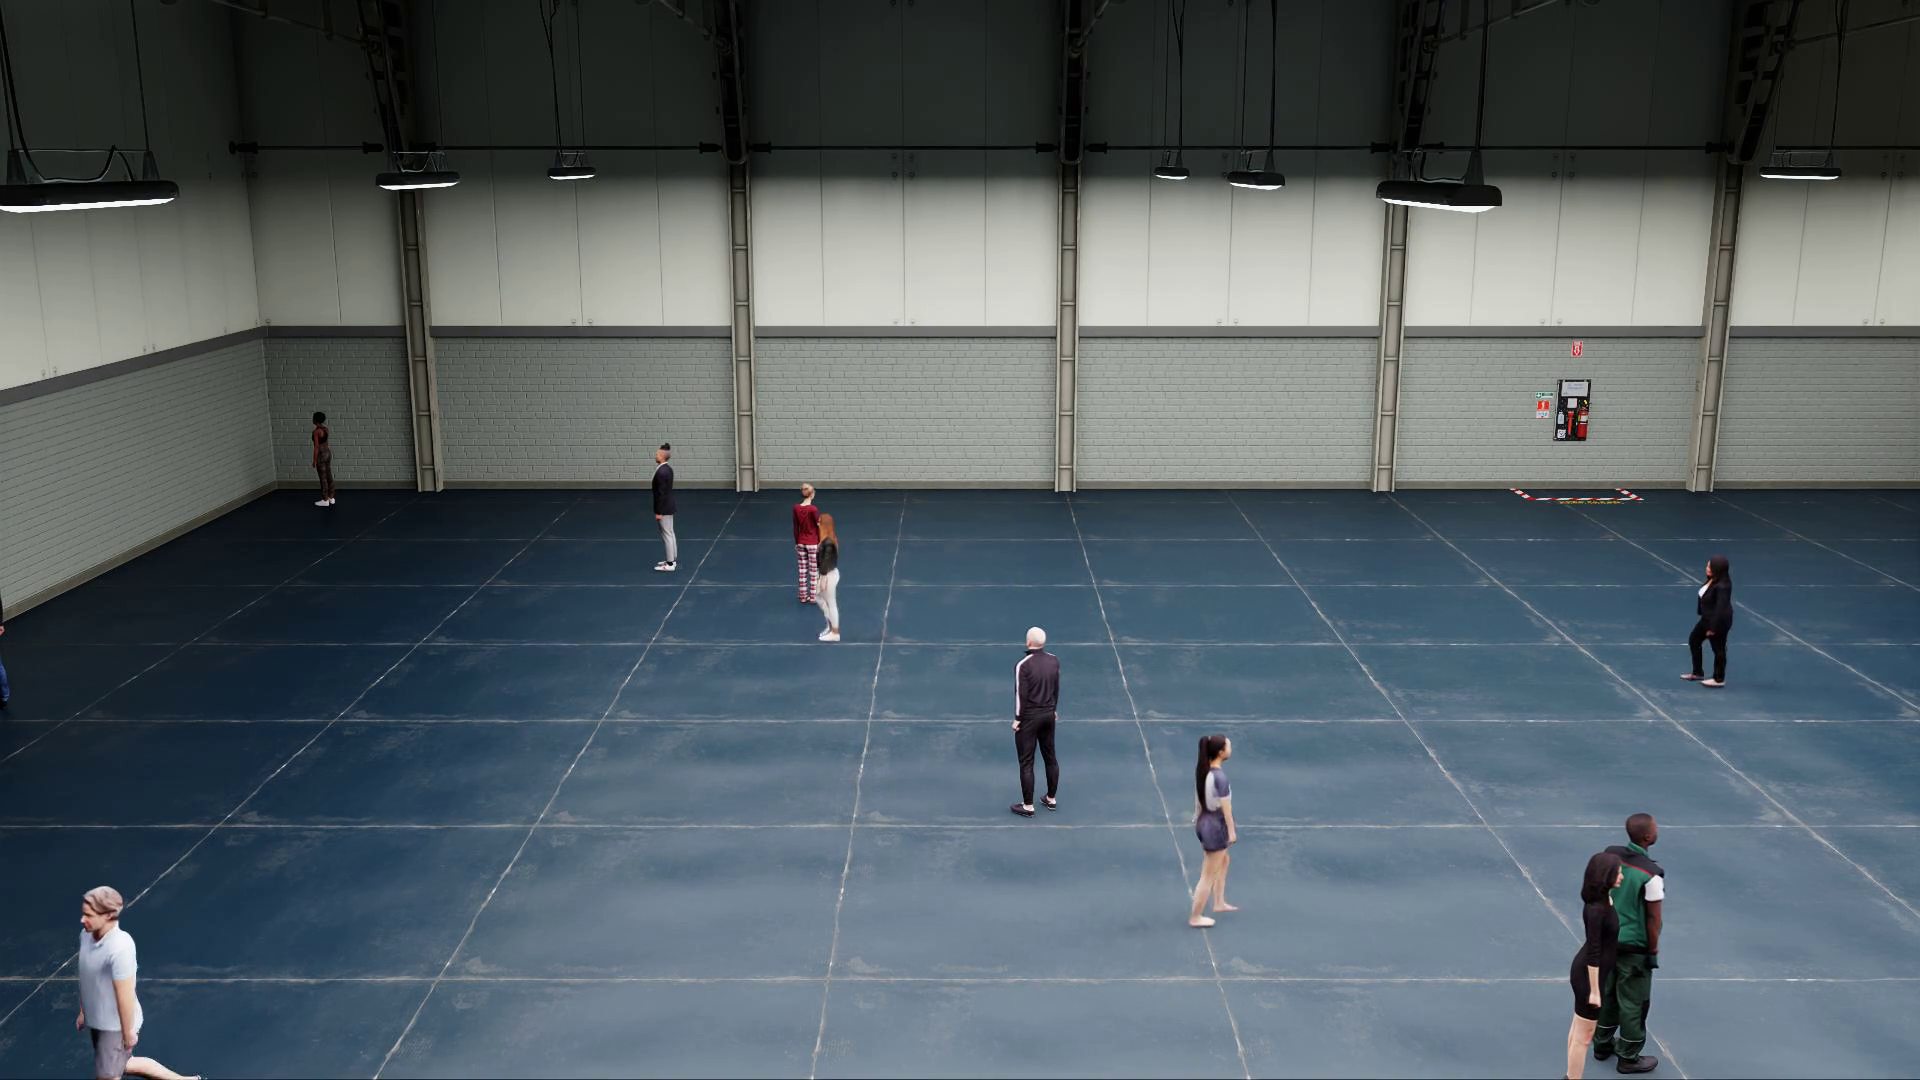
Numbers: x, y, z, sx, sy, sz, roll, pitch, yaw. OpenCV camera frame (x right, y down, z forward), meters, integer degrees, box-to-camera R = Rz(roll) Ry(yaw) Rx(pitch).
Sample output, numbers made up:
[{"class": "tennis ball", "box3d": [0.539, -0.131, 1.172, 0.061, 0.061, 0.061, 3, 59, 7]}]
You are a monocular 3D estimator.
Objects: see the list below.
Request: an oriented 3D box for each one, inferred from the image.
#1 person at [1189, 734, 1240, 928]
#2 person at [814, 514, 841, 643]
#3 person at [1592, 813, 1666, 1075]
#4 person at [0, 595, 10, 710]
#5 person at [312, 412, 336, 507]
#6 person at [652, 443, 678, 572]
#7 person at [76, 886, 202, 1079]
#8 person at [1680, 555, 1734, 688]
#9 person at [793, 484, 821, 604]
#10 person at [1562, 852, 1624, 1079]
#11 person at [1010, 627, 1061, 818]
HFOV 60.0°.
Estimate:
[{"class": "person", "box3d": [1.972, 2.371, 13.496, 0.799, 1.633, 0.705, -3, 13, -14]}, {"class": "person", "box3d": [-1.617, 0.489, 21.486, 0.567, 1.695, 0.629, -1, 13, -3]}, {"class": "person", "box3d": [4.587, 2.744, 11.428, 0.752, 1.838, 0.768, -5, 14, -22]}, {"class": "person", "box3d": [-11.071, 1.016, 18.770, 0.778, 1.893, 0.764, 9, 16, 34]}, {"class": "person", "box3d": [-11.486, -1.479, 29.972, 0.593, 1.701, 0.614, 3, 13, 12]}, {"class": "person", "box3d": [-4.473, -0.516, 25.258, 0.577, 1.950, 0.693, 0, 13, 1]}, {"class": "person", "box3d": [-5.213, 2.992, 10.425, 1.089, 1.808, 1.137, 12, 17, 41]}, {"class": "person", "box3d": [8.988, 0.969, 19.622, 0.712, 1.601, 0.692, 1, 13, 4]}, {"class": "person", "box3d": [-2.127, 0.043, 23.387, 0.606, 1.706, 0.743, 7, 15, 27]}, {"class": "person", "box3d": [4.123, 2.887, 10.883, 0.631, 1.807, 0.658, 6, 14, 24]}, {"class": "person", "box3d": [0.735, 1.720, 15.852, 0.720, 1.837, 0.817, -9, 16, -35]}]
